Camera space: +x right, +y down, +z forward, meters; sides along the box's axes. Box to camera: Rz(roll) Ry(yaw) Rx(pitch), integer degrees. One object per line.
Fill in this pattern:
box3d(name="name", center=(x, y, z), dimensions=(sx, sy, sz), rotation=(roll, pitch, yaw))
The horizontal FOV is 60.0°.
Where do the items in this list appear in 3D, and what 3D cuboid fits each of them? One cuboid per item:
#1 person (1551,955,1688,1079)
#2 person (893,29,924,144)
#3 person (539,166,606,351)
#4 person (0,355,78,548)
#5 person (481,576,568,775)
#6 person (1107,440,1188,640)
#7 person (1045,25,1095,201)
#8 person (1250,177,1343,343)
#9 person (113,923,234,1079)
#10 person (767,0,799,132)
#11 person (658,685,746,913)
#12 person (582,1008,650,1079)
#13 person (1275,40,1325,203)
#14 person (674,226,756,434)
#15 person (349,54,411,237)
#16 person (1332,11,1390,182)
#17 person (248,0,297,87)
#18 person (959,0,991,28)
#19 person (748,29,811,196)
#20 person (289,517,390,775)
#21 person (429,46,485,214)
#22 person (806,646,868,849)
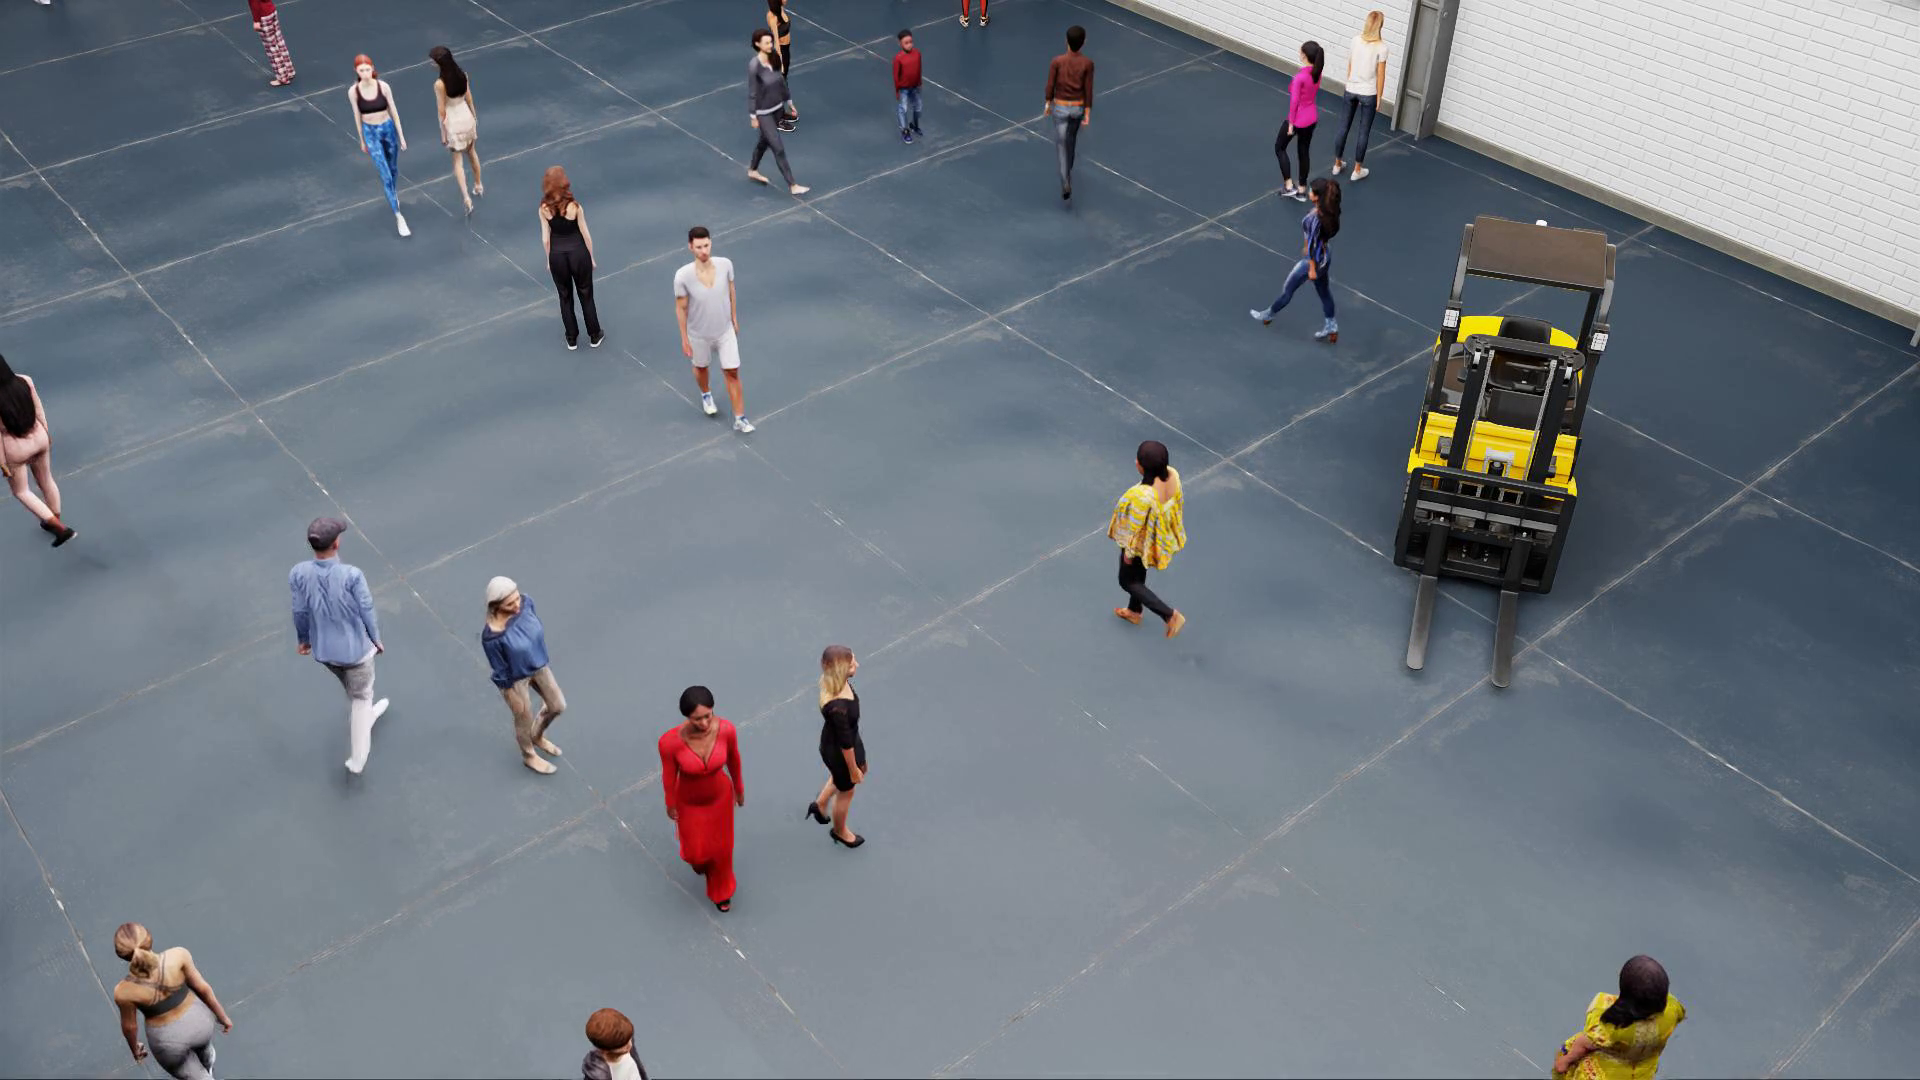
box3d(name="person", center=(3.304, 2.729, 8.319), dimensions=(0.915, 1.646, 1.050), rotation=(-13, 40, -16))
box3d(name="person", center=(-0.604, -5.035, 18.350), dimensions=(0.544, 1.250, 0.540), rotation=(-19, 42, -22))
box3d(name="person", center=(-3.473, -2.496, 14.775), dimensions=(0.667, 1.744, 0.690), rotation=(-4, 39, -5))
box3d(name="person", center=(-6.982, -0.664, 12.508), dimensions=(0.932, 1.711, 0.814), rotation=(18, 42, 22))
box3d(name="person", center=(-2.878, 0.851, 10.638), dimensions=(0.735, 1.687, 0.723), rotation=(15, 41, 18))
box3d(name="person", center=(1.359, 0.042, 11.682), dimensions=(0.983, 1.638, 0.867), rotation=(21, 43, 24))
box3d(name="person", center=(1.121, -4.366, 17.120), dimensions=(1.056, 1.741, 1.229), rotation=(-3, 39, -4))
box3d(name="person", center=(3.243, -2.468, 14.878), dimensions=(1.131, 1.572, 0.863), rotation=(18, 42, 21))
box3d(name="person", center=(-3.916, 2.582, 8.476), dimensions=(1.077, 1.669, 0.700), rotation=(29, 47, 31))
box3d(name="person", center=(-2.007, -5.388, 18.478), dimensions=(0.688, 1.643, 0.626), rotation=(3, 39, 3))
box3d(name="person", center=(-1.527, 1.466, 9.803), dimensions=(0.725, 1.768, 0.811), rotation=(-14, 41, -17))
box3d(name="person", center=(-1.736, 2.843, 8.344), dimensions=(1.001, 1.427, 0.786), rotation=(16, 41, 19))
box3d(name="person", center=(3.566, -4.251, 17.027), dimensions=(0.579, 1.686, 0.585), rotation=(-26, 46, -29))
box3d(name="person", center=(-2.120, -1.814, 13.862), dimensions=(0.878, 1.818, 1.150), rotation=(-17, 42, -20))
box3d(name="person", center=(-5.807, -4.020, 16.692), dimensions=(0.778, 1.744, 1.242), rotation=(-17, 42, -20))
box3d(name="person", center=(4.204, -4.662, 17.435), dimensions=(0.500, 1.810, 0.680), rotation=(26, 45, 29))
box3d(name="person", center=(-8.115, -6.159, 19.400), dimensions=(0.734, 1.696, 0.653), rotation=(0, 39, 1))
box3d(name="person", center=(0.172, -7.352, 20.803), dimensions=(0.706, 1.809, 0.738), rotation=(-1, 39, -2))
box3d(name="person", center=(-2.053, -4.447, 17.238), dimensions=(1.176, 1.719, 0.886), rotation=(19, 43, 23))
box3d(name="person", center=(-3.965, 0.724, 10.659), dimensions=(1.092, 1.850, 1.151), rotation=(0, 39, 1))
box3d(name="person", center=(-5.091, -4.144, 16.860), dimensions=(0.715, 1.717, 0.767), rotation=(-28, 46, -31))
box3d(name="person", center=(-0.803, 1.284, 10.103), dimensions=(0.762, 1.668, 0.704), rotation=(-3, 39, -4))
